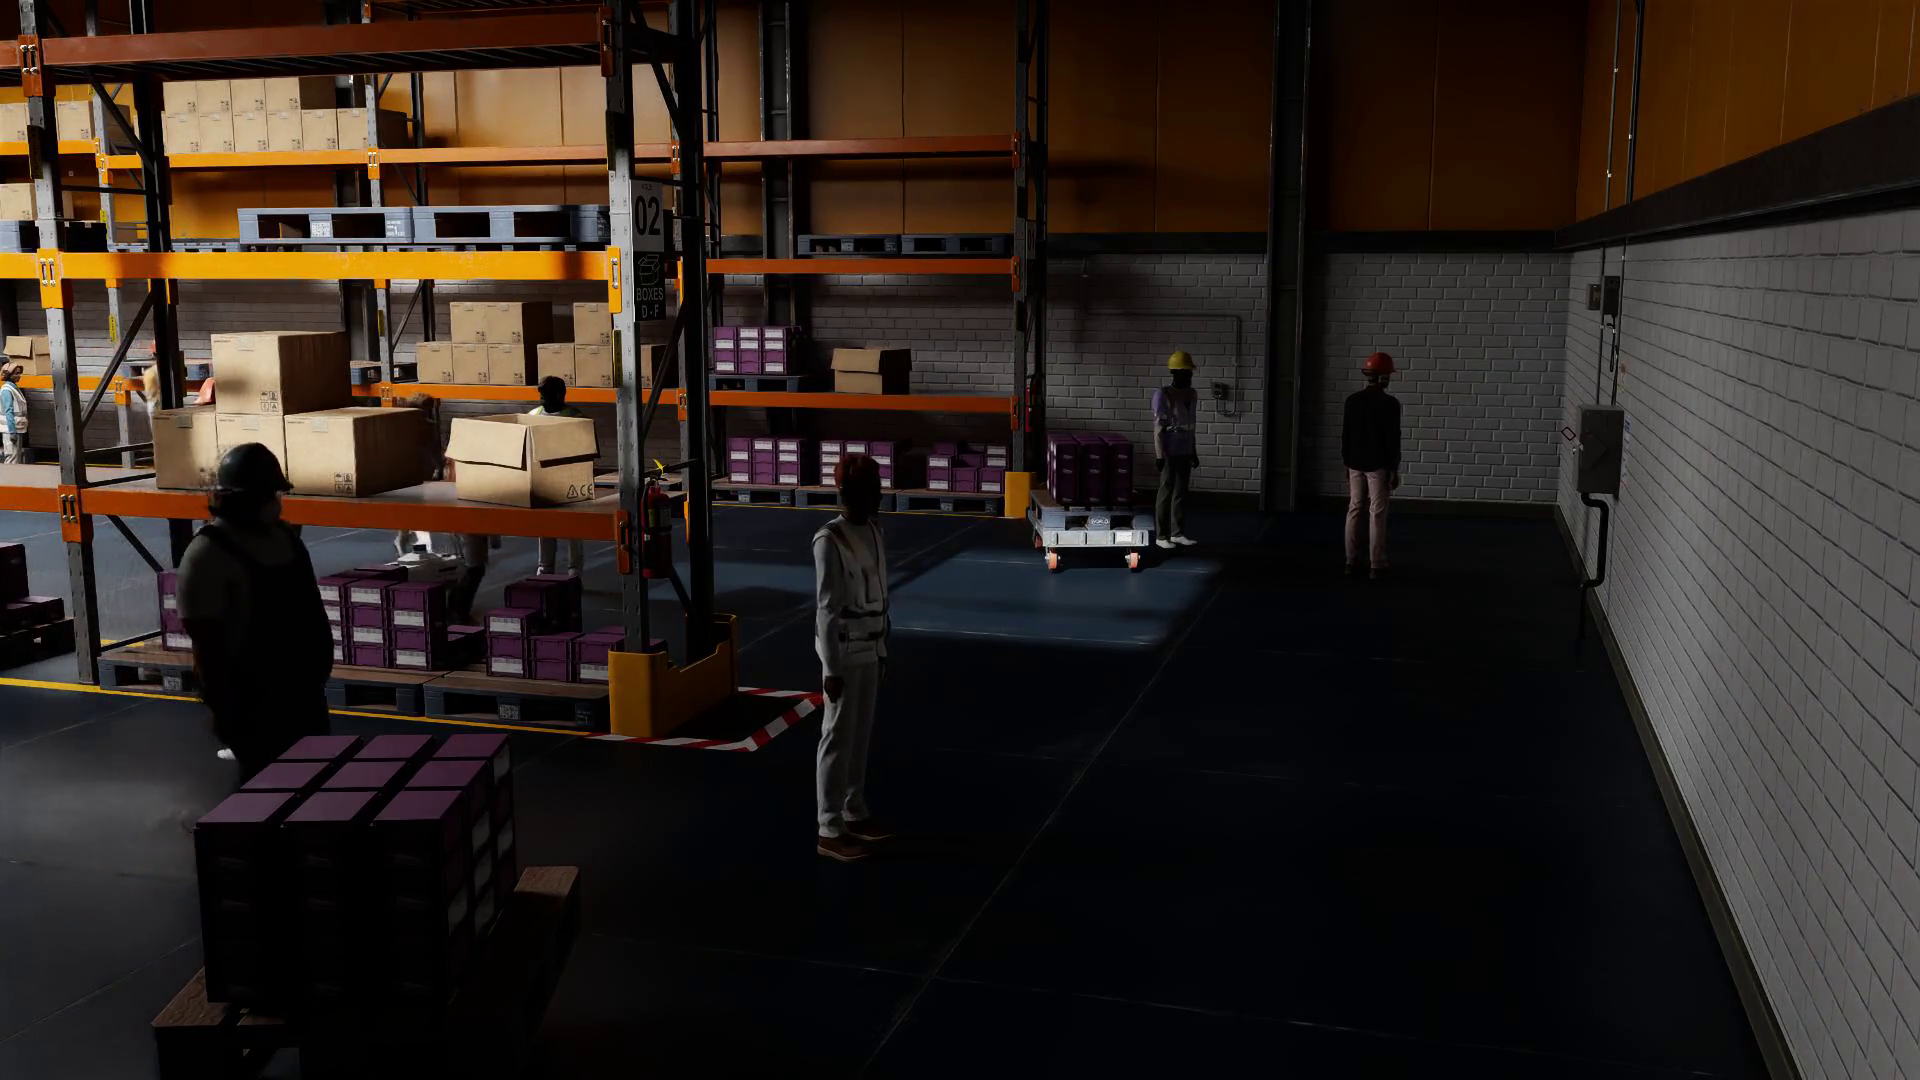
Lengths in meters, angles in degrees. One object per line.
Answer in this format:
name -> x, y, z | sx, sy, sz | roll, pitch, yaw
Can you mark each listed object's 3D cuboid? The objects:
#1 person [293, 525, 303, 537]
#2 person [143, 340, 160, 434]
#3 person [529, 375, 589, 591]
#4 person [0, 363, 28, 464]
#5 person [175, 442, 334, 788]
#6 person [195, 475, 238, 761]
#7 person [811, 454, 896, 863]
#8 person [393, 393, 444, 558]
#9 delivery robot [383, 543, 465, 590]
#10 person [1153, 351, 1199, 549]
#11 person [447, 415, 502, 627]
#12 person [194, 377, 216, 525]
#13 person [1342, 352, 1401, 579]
person -> -5.771, -0.561, 14.132 | 0.610, 2.001, 0.656 | 1, 9, 6
person -> -9.459, -1.459, 19.843 | 0.526, 1.937, 0.561 | 1, 9, 3
person -> -3.392, -0.454, 13.939 | 0.619, 1.845, 0.430 | 4, 10, 20
person -> -11.034, -1.249, 19.406 | 0.314, 1.636, 0.515 | -3, 10, -20
person -> -2.996, 0.569, 7.098 | 0.637, 2.000, 0.695 | 2, 10, 13
person -> -4.000, 0.414, 9.278 | 0.266, 1.631, 0.507 | 7, 12, 36
person -> -0.495, 0.538, 7.762 | 0.342, 1.882, 0.579 | 3, 10, 20
person -> -5.078, -0.573, 15.418 | 0.847, 1.597, 0.548 | 6, 11, 30
delivery robot -> -4.271, 0.265, 13.182 | 0.477, 0.478, 0.707 | 5, 11, 29
person -> 2.135, -0.879, 16.266 | 0.595, 1.925, 0.373 | -9, 13, -42
person -> -3.591, -0.098, 12.298 | 0.393, 1.659, 0.574 | -6, 11, -32
person -> -5.415, -0.232, 12.291 | 0.542, 1.939, 0.368 | 6, 11, 31
person -> 3.653, -0.659, 14.717 | 0.395, 1.994, 0.612 | -6, 11, -34
